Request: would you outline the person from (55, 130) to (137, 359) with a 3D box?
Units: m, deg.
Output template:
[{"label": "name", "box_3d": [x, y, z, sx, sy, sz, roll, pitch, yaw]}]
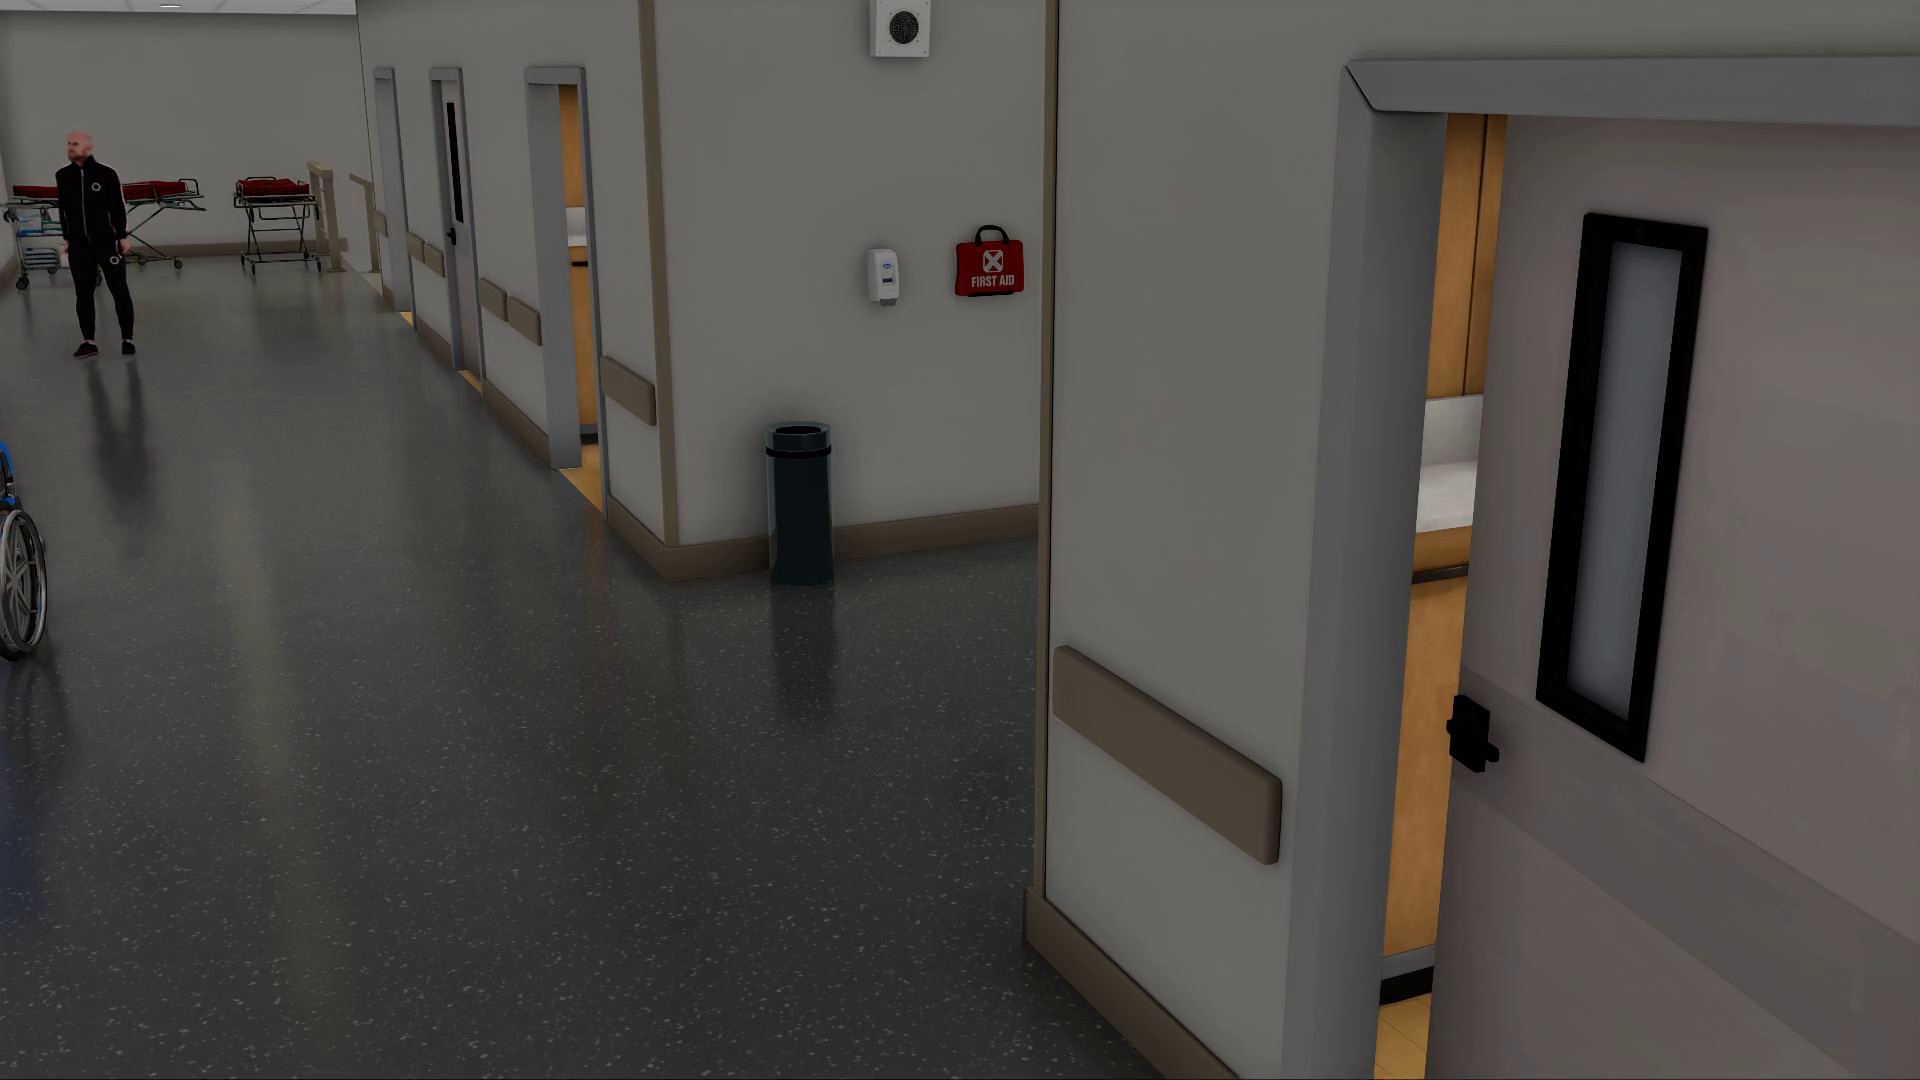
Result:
[{"label": "person", "box_3d": [-7.085, -2.425, 13.640, 0.733, 1.834, 0.678, -2, 16, -9]}]
